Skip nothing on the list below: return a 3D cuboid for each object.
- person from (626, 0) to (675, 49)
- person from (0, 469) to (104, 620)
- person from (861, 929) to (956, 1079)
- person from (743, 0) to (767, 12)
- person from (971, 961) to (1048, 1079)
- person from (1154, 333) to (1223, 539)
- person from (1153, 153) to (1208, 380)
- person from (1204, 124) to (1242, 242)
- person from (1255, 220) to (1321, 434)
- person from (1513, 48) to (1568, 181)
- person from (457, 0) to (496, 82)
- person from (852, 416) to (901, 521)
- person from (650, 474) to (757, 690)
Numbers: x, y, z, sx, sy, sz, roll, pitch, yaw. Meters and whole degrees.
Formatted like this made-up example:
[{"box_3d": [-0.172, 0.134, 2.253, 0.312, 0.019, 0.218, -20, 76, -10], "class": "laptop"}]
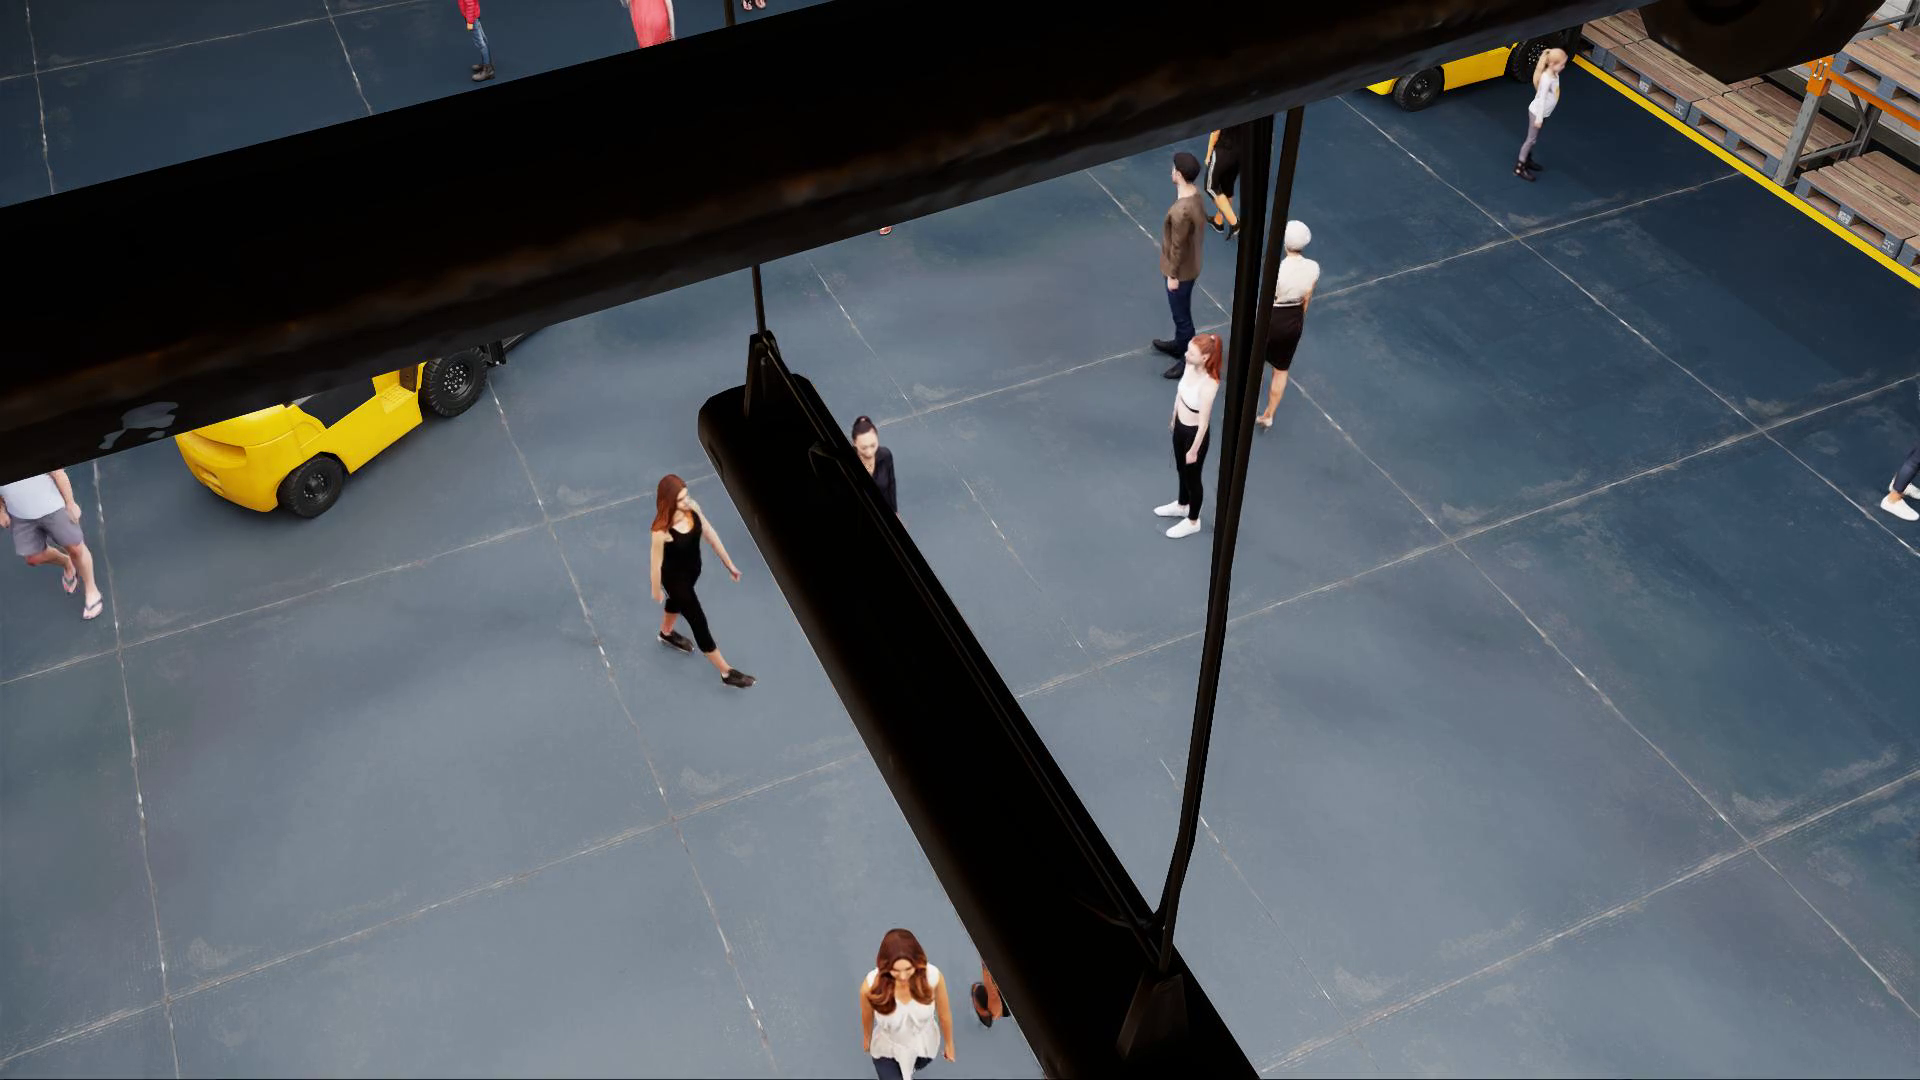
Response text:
[{"box_3d": [-2.983, -4.919, 16.080, 0.738, 1.782, 1.133, -9, 44, -9], "class": "person"}, {"box_3d": [-6.172, -0.280, 11.179, 0.735, 1.825, 0.778, -9, 44, -9], "class": "person"}, {"box_3d": [-0.280, 2.446, 8.372, 0.782, 1.750, 1.155, -8, 44, -8], "class": "person"}, {"box_3d": [-2.298, -6.515, 17.928, 0.582, 1.543, 0.644, -23, 48, -23], "class": "person"}, {"box_3d": [0.270, 2.183, 8.609, 0.629, 1.803, 1.037, -18, 46, -18], "class": "person"}, {"box_3d": [1.643, -0.748, 11.732, 0.690, 1.740, 0.527, -9, 44, -9], "class": "person"}, {"box_3d": [1.769, -2.149, 13.102, 0.889, 1.879, 0.814, 6, 44, 6], "class": "person"}, {"box_3d": [2.386, -3.356, 14.526, 0.653, 1.662, 0.845, -23, 48, -22], "class": "person"}, {"box_3d": [2.441, -1.525, 12.559, 0.756, 1.724, 0.787, -11, 45, -12], "class": "person"}, {"box_3d": [5.381, -3.984, 15.464, 0.637, 1.277, 0.586, 19, 47, 19], "class": "person"}, {"box_3d": [-4.925, -5.317, 16.834, 0.617, 1.318, 0.503, -8, 44, -8], "class": "person"}, {"box_3d": [-0.608, -0.120, 11.094, 0.586, 1.711, 0.480, -20, 47, -19], "class": "person"}, {"box_3d": [-1.868, 0.190, 10.787, 1.164, 1.686, 1.027, 18, 47, 18], "class": "person"}]
